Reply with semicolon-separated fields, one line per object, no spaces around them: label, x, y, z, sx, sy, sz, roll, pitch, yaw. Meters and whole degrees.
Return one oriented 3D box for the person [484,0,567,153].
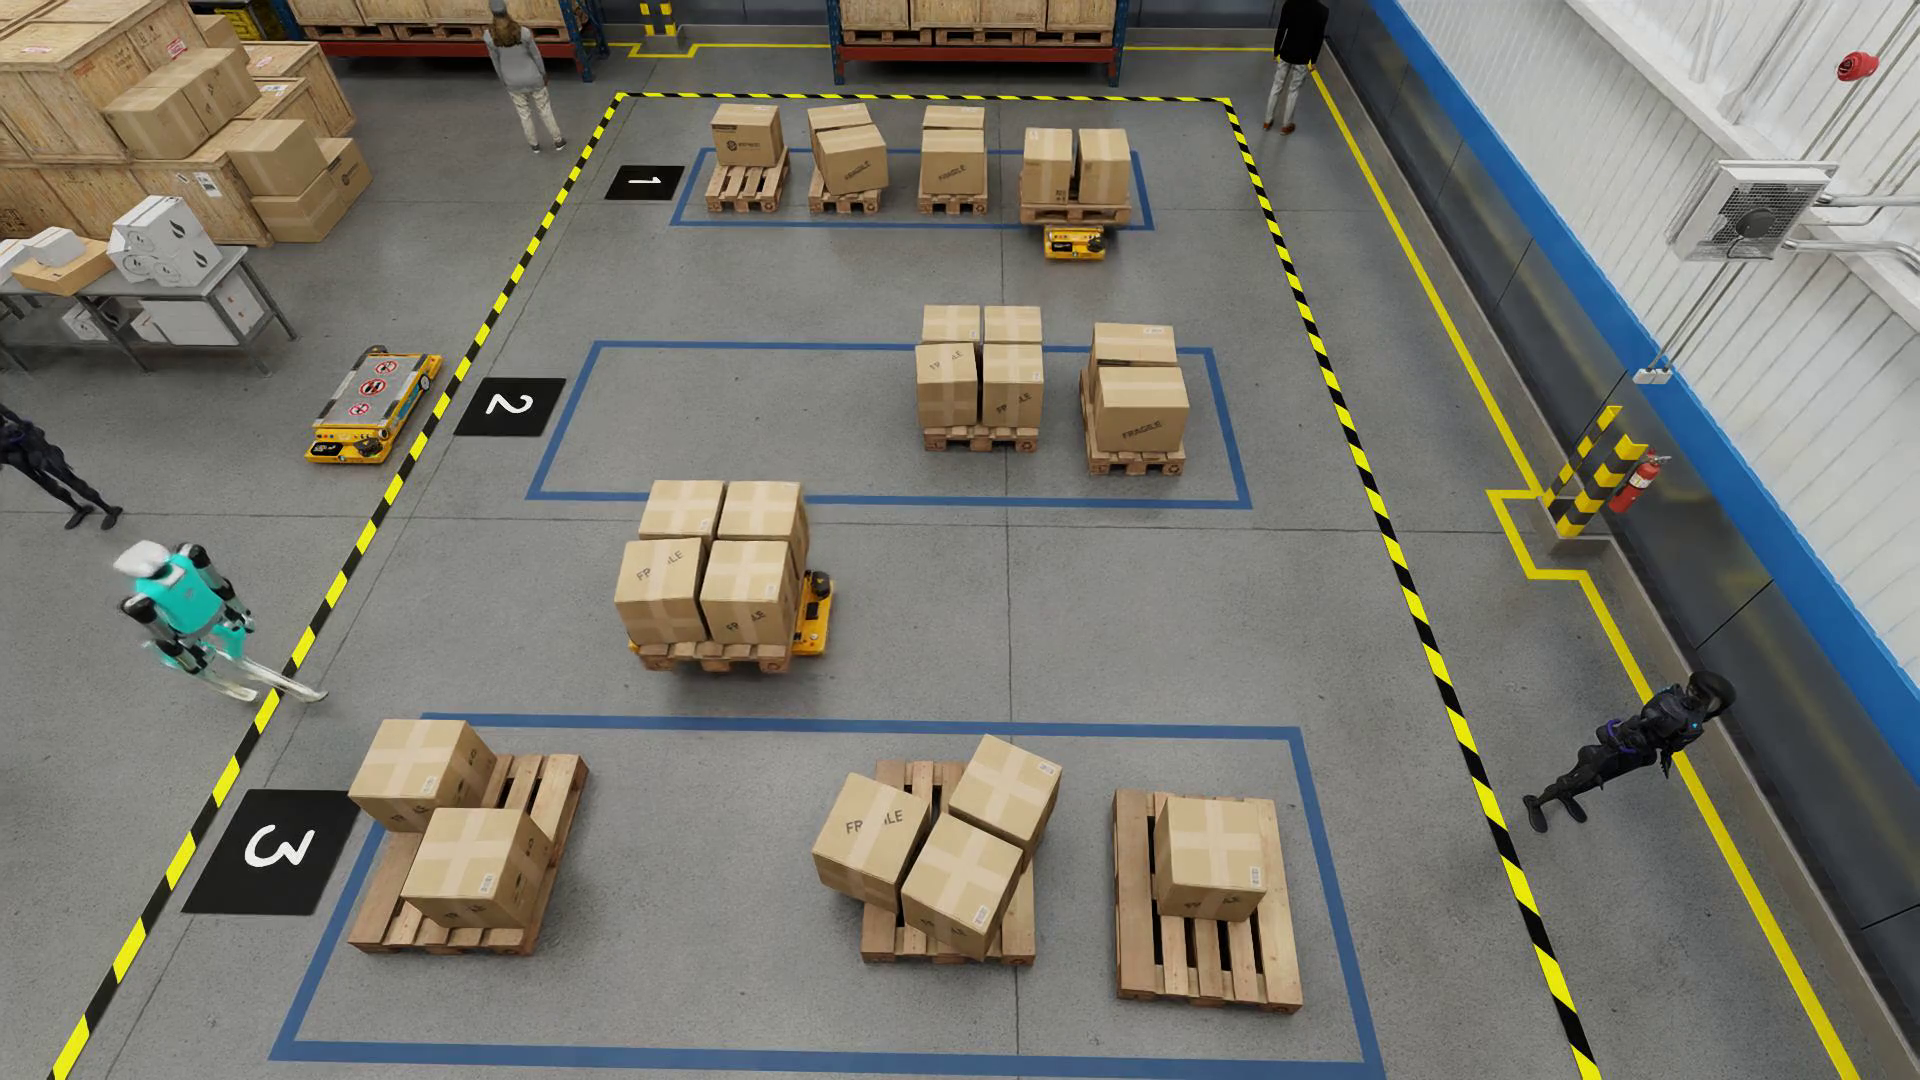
person;-5.299;-5.606;11.127;0.571;1.768;0.398;-10;50;-8

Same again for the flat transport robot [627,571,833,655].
flat transport robot;-1.710;0.533;6.898;1.431;0.197;0.652;1;50;1

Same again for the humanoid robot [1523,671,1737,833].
humanoid robot;3.924;1.251;5.375;0.599;1.658;0.315;-7;50;-6

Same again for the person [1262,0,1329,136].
person;4.176;-6.030;11.416;0.584;1.879;0.380;27;55;21

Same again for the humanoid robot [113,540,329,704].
humanoid robot;-4.920;0.599;5.899;1.015;1.720;0.536;9;50;8

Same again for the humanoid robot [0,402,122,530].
humanoid robot;-7.196;-0.691;7.019;0.599;1.657;0.315;2;50;2

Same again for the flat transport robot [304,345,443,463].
flat transport robot;-5.383;-1.269;8.441;0.659;0.231;1.431;1;50;1

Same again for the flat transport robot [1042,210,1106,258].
flat transport robot;1.276;-3.704;10.483;0.652;0.197;1.431;1;50;1
